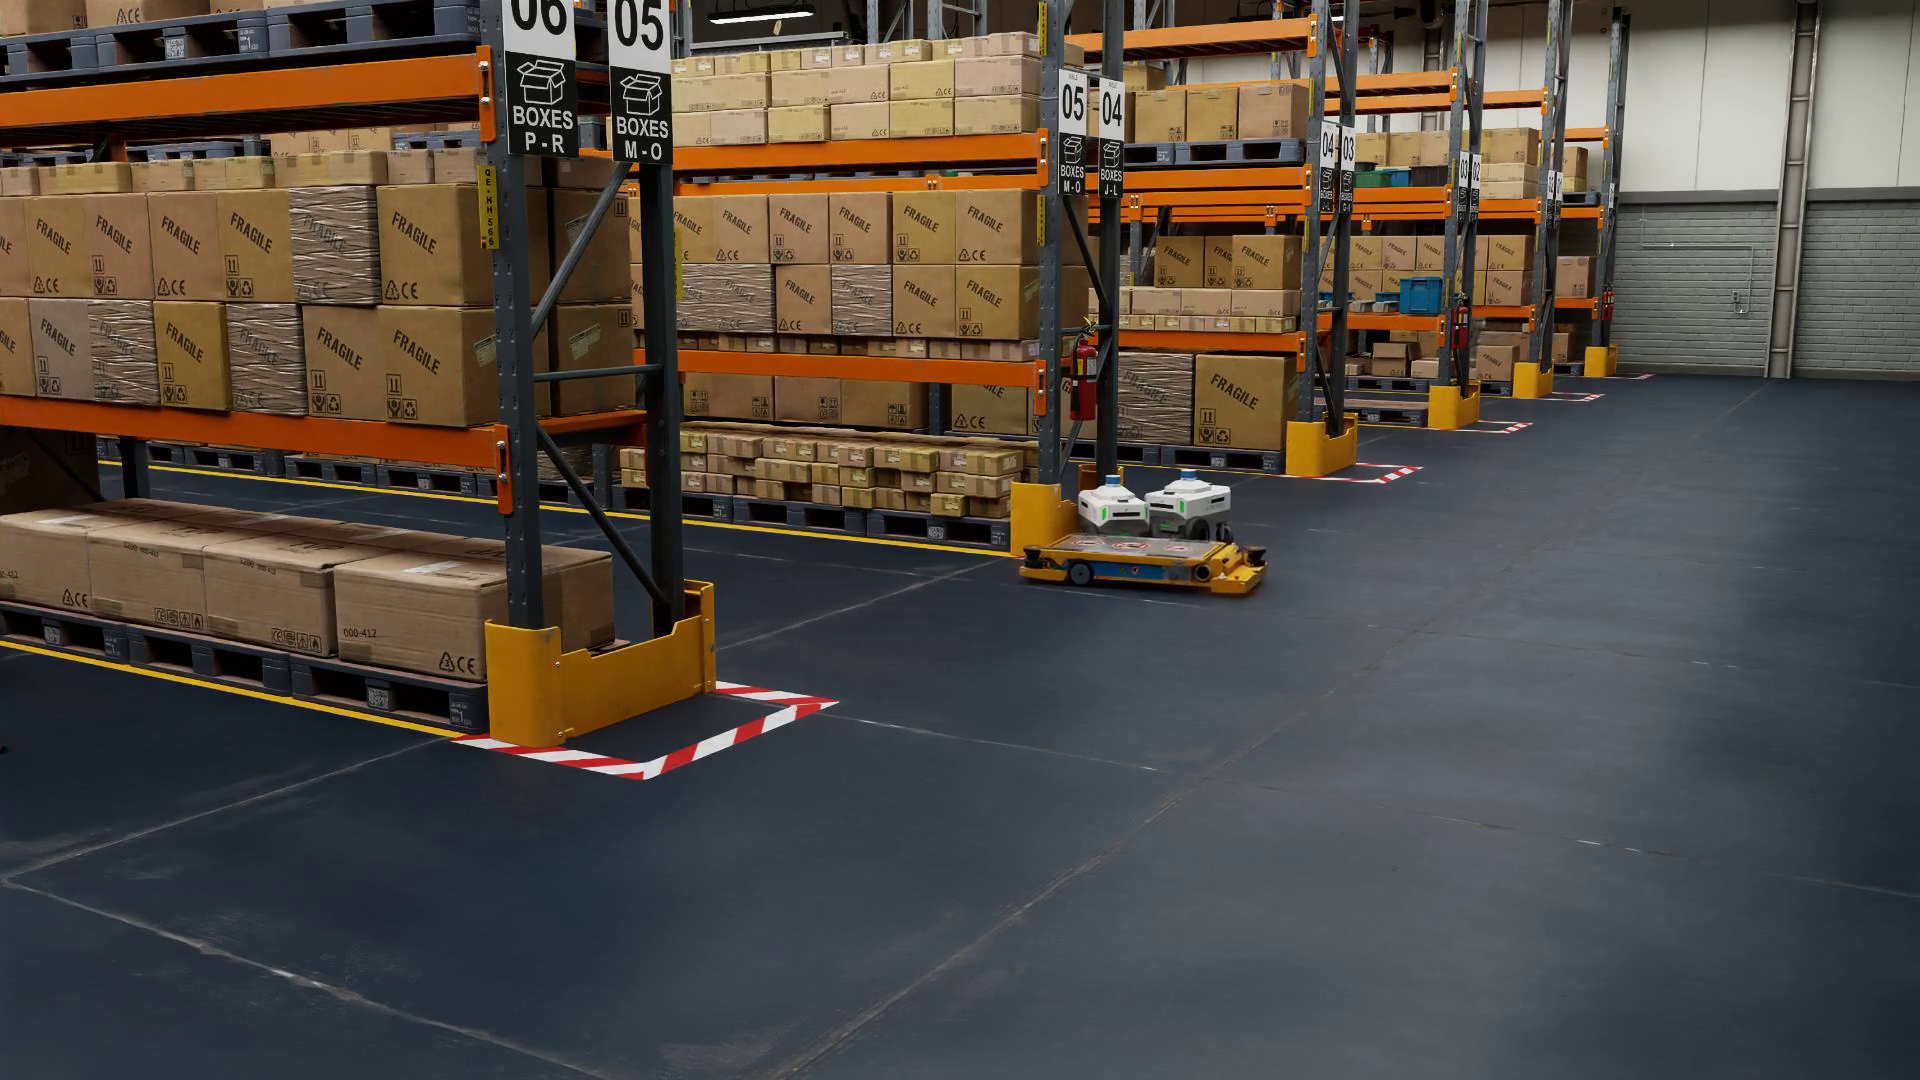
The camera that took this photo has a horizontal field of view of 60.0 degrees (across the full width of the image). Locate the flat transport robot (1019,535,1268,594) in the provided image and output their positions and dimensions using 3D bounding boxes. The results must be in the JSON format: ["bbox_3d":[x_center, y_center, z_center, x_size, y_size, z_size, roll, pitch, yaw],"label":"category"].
[{"bbox_3d":[1.150,0.133,10.382,1.431,0.197,0.652,4,10,21],"label":"flat transport robot"}]

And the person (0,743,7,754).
[{"bbox_3d":[-4.436,-0.014,6.677,1.048,1.849,0.663,3,10,16],"label":"person"}]

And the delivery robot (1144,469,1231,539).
[{"bbox_3d":[1.577,-0.248,11.503,0.477,0.478,0.707,8,12,37],"label":"delivery robot"}]

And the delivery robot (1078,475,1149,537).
[{"bbox_3d":[1.029,-0.196,11.200,0.477,0.478,0.707,-2,10,-9],"label":"delivery robot"}]

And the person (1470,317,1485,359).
[{"bbox_3d":[7.981,-3.321,25.895,0.355,1.882,0.572,6,11,31],"label":"person"}]
